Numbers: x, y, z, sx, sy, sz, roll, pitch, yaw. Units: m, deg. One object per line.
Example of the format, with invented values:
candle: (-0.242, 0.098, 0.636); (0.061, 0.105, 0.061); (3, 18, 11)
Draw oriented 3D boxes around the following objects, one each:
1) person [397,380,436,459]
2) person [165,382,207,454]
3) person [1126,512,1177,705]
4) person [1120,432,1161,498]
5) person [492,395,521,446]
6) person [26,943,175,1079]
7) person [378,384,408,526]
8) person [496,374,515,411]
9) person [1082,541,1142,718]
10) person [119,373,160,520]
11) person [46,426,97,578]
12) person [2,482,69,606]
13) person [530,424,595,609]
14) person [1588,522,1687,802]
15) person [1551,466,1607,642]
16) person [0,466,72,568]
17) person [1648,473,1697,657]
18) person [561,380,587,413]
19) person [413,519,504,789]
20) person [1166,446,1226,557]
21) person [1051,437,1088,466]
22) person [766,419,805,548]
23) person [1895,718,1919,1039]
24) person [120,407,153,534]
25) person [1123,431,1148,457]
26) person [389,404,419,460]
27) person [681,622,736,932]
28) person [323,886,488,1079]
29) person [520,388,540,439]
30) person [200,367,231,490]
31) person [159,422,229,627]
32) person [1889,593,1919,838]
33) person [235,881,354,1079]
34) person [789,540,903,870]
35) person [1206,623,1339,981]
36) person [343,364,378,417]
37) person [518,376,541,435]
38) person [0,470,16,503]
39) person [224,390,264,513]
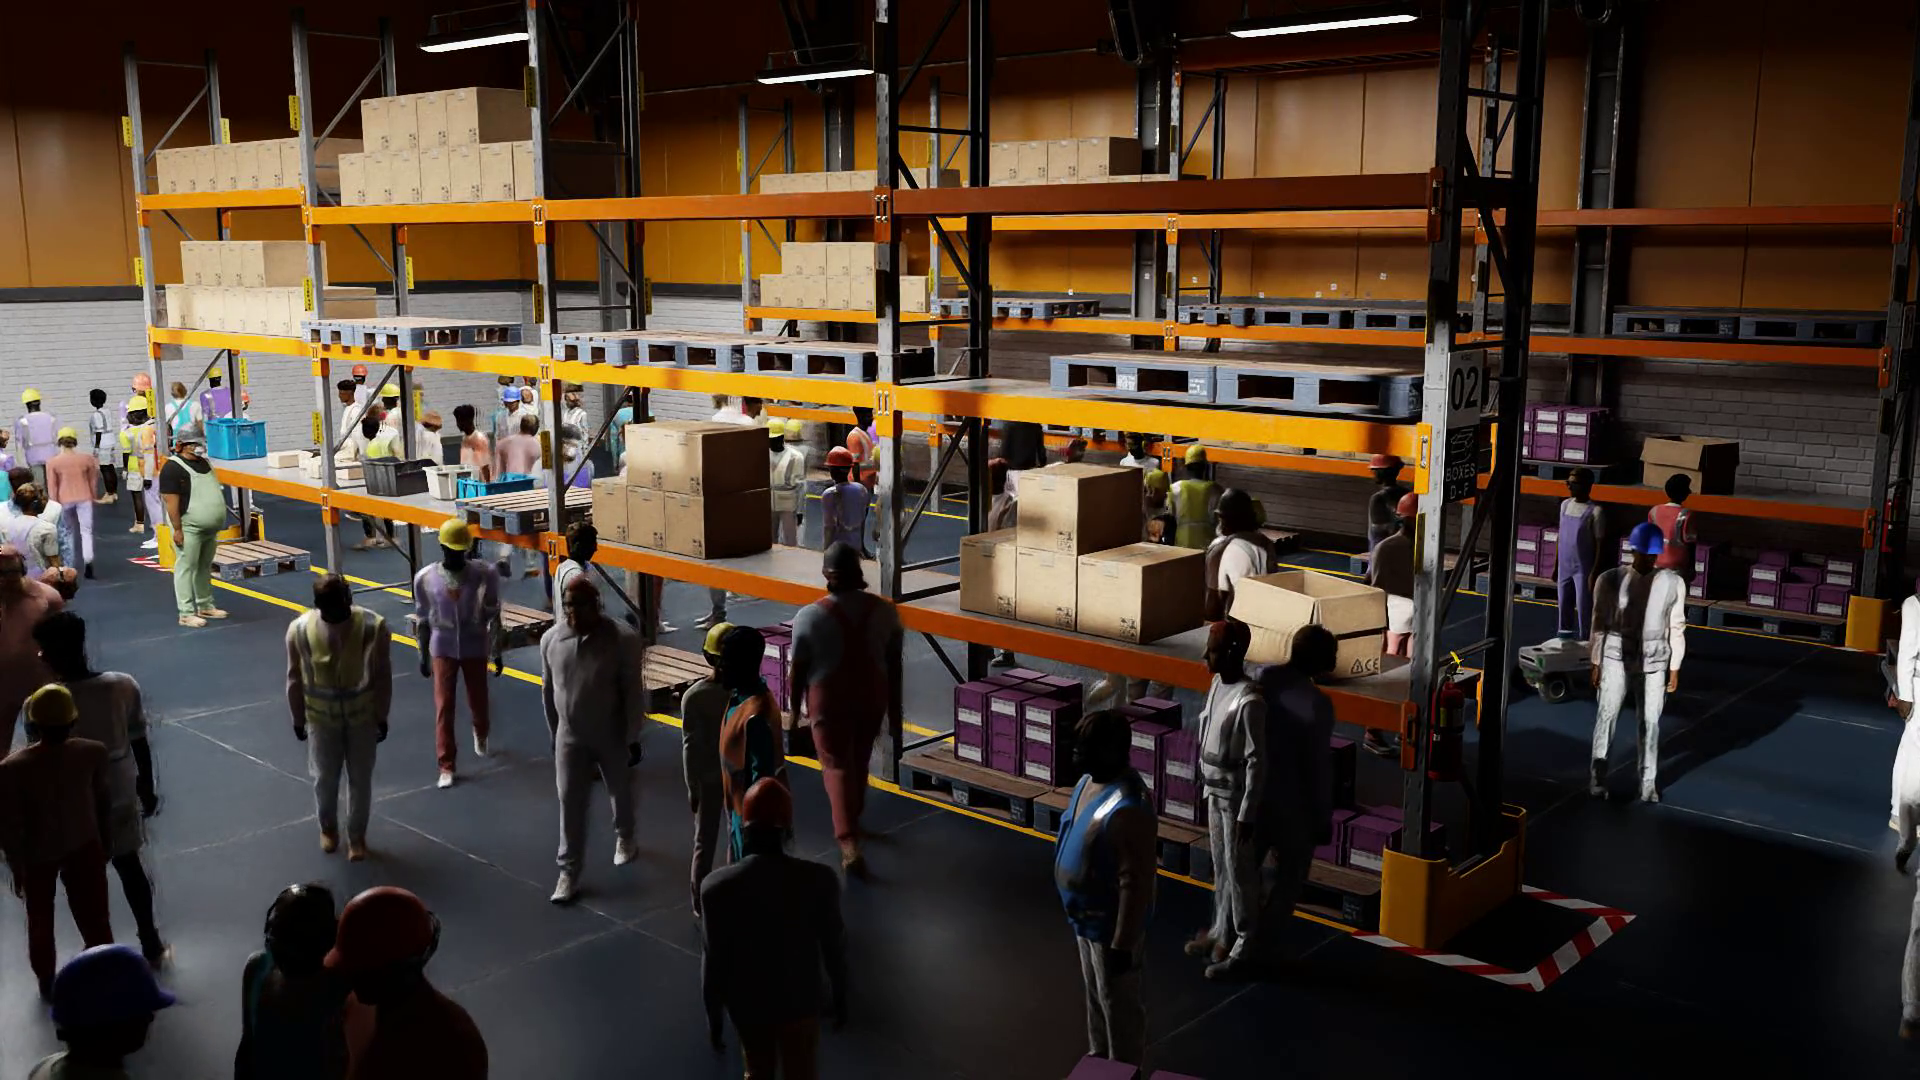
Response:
person: (-7.782, -1.351, 23.759); (0.465, 1.888, 0.684); (5, 11, 27)
person: (-11.362, -1.416, 24.415); (0.531, 1.781, 1.001); (-5, 11, -27)
person: (1.454, 0.705, 12.314); (0.429, 1.832, 0.631); (-9, 14, -42)
person: (1.895, -0.258, 17.692); (0.525, 1.856, 0.345); (7, 12, 36)
person: (-6.419, -1.283, 23.791); (0.577, 1.738, 0.354); (6, 12, 29)
person: (-2.280, 2.028, 4.493); (0.617, 1.943, 0.413); (10, 14, 44)
person: (-7.641, -1.150, 22.509); (0.370, 1.928, 0.585); (-1, 10, -5)
person: (-7.647, -2.051, 28.135); (0.325, 1.740, 0.492); (2, 10, 9)
person: (1.186, 0.705, 12.570); (0.504, 1.733, 0.587); (10, 14, 44)
person: (-11.262, -1.292, 23.020); (0.605, 2.033, 0.391); (-9, 14, -43)
person: (-10.149, -0.439, 19.050); (0.508, 1.726, 0.848); (-5, 11, -28)
person: (-7.626, 0.438, 13.768); (0.516, 1.844, 0.329); (2, 10, 12)
person: (-4.032, -0.240, 17.051); (0.689, 2.000, 1.071); (-5, 11, -28)
person: (4.593, 0.831, 11.299); (0.612, 1.940, 0.424); (2, 10, 13)
person: (5.465, 0.263, 14.756); (0.343, 1.847, 0.506); (-5, 11, -26)
person: (-8.021, 0.300, 14.392); (0.602, 1.907, 0.407); (-6, 12, -31)
person: (6.579, 0.229, 15.363); (0.321, 1.697, 0.530); (-5, 11, -25)
person: (-6.282, -1.838, 26.973); (0.481, 1.719, 0.704); (-8, 13, -37)
person: (-3.558, 0.758, 11.827); (0.607, 1.896, 0.680); (-3, 10, -15)
person: (2.281, 0.034, 15.970); (0.616, 1.864, 1.010); (2, 10, 13)
person: (1.086, -0.198, 17.462); (0.594, 1.812, 0.846); (-7, 12, -33)
person: (-1.974, -0.370, 18.137); (0.588, 1.918, 0.400); (3, 11, 18)
person: (4.747, 1.476, 7.859); (0.445, 1.868, 0.590); (-10, 14, -44)
person: (-10.818, -0.937, 21.951); (0.315, 1.698, 0.541); (5, 11, 28)
person: (1.949, -0.447, 18.702); (0.329, 1.872, 0.508); (2, 10, 9)
person: (-7.667, -1.055, 22.876); (0.312, 1.625, 0.566); (8, 13, 40)
person: (-1.280, 1.304, 9.123); (0.518, 1.756, 0.342); (-10, 14, -43)
person: (-1.600, 1.947, 4.860); (0.617, 1.985, 0.417); (8, 13, 38)
person: (-6.534, -1.484, 25.219); (0.311, 1.639, 0.514); (3, 11, 18)
person: (-11.500, -1.733, 25.849); (0.399, 1.919, 0.591); (9, 13, 42)
person: (-7.623, -0.172, 16.664); (0.536, 2.000, 0.683); (2, 10, 10)
person: (6.264, 0.968, 10.658); (0.585, 1.882, 0.343); (-3, 10, -15)
person: (-2.074, 1.925, 5.489); (0.542, 1.808, 0.865); (6, 12, 29)
person: (-0.697, 0.962, 10.251); (0.687, 2.000, 1.018); (-4, 11, -20)
person: (1.610, 1.333, 8.583); (0.452, 1.892, 0.780); (-6, 12, -32)
person: (-9.381, -1.793, 26.124); (0.542, 1.938, 0.357); (-1, 10, -6)
person: (-6.747, -1.746, 26.048); (0.354, 1.877, 0.574); (-9, 14, -43)
person: (-9.615, -0.044, 16.500); (0.570, 1.840, 0.373); (-6, 12, -32)
person: (-10.177, -1.259, 23.621); (0.568, 1.750, 0.342); (7, 12, 35)
